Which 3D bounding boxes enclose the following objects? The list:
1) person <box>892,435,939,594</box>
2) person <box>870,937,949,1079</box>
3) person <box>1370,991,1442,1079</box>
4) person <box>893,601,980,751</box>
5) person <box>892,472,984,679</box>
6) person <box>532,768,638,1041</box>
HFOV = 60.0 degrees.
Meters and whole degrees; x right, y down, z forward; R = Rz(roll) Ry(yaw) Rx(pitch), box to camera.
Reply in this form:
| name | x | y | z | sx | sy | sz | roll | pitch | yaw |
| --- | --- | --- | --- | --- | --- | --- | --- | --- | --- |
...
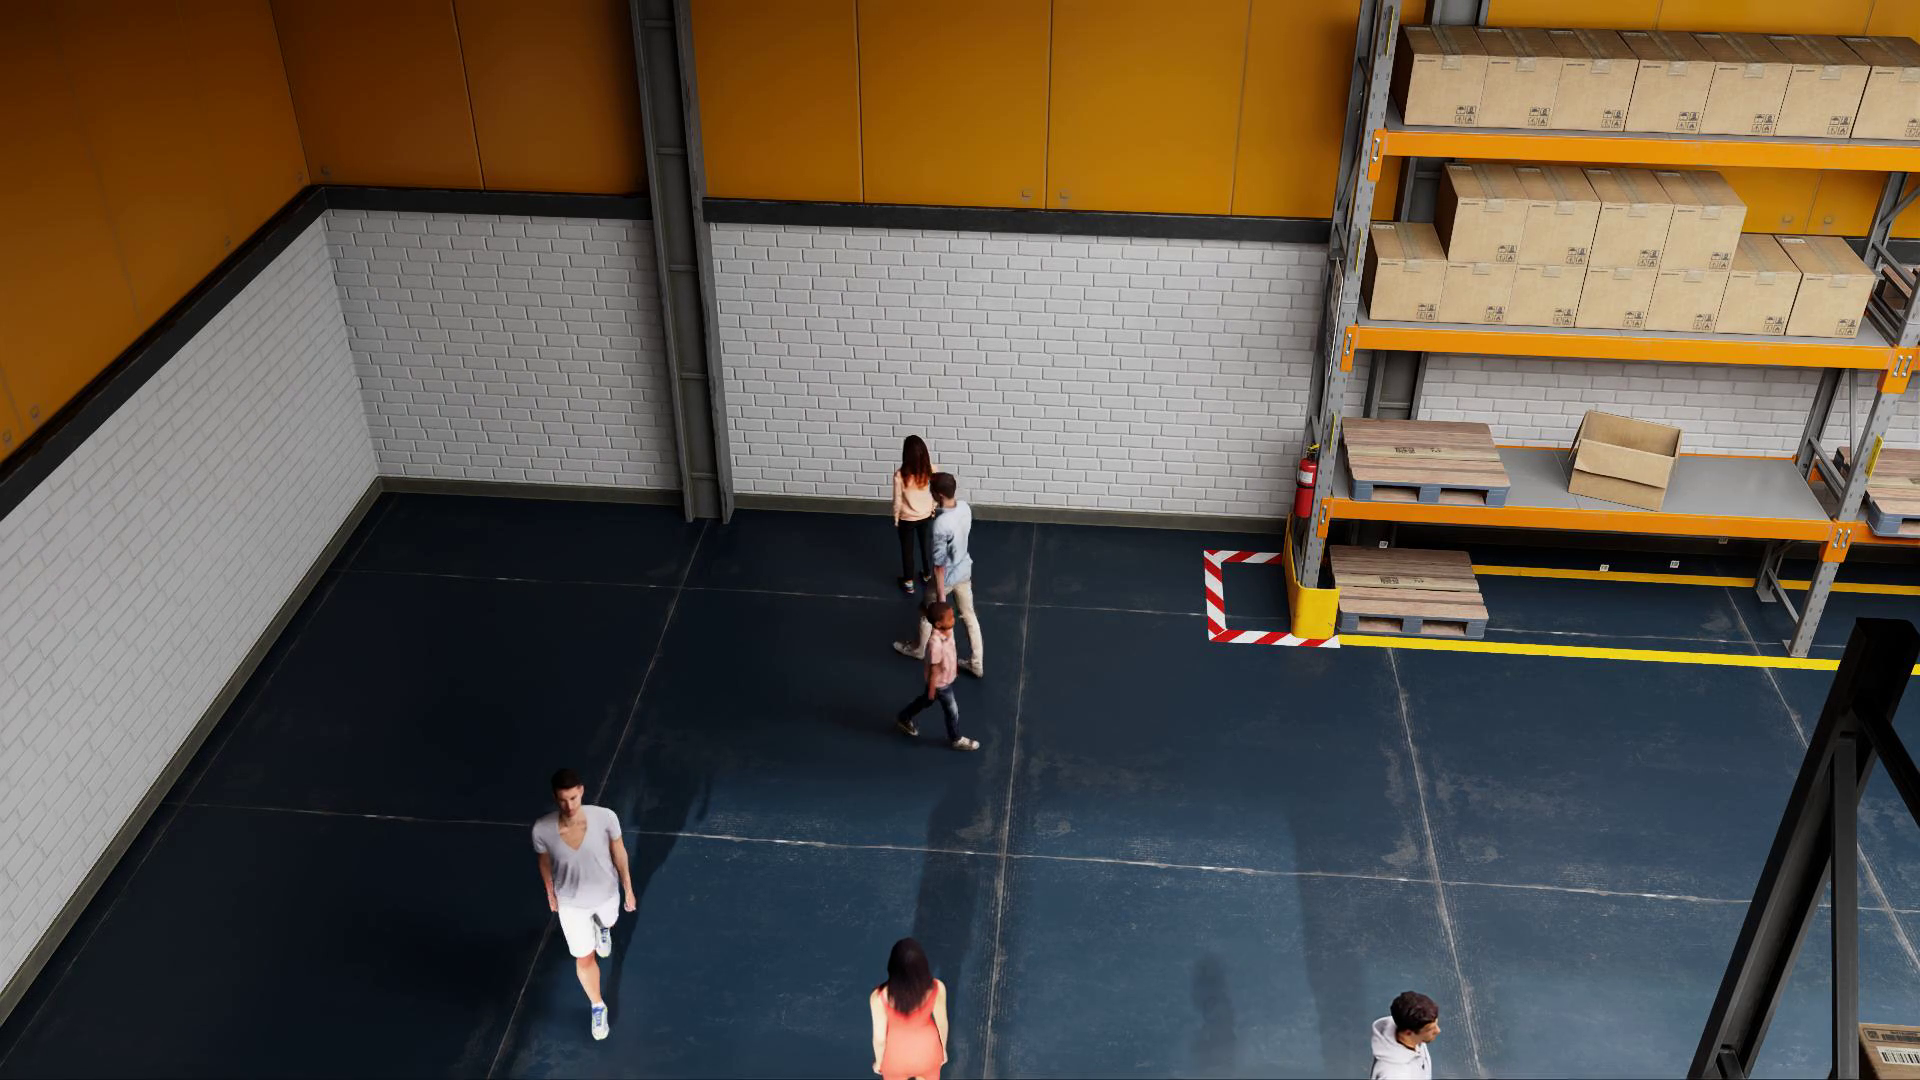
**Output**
| name | x | y | z | sx | sy | sz | roll | pitch | yaw |
| --- | --- | --- | --- | --- | --- | --- | --- | --- | --- |
| person | -0.379 | -0.220 | 13.985 | 0.599 | 1.484 | 0.697 | -16 | 37 | -22 |
| person | -0.272 | 2.835 | 9.178 | 0.566 | 1.718 | 0.702 | -7 | 34 | -11 |
| person | 2.224 | 3.045 | 8.670 | 0.633 | 1.930 | 0.712 | 7 | 34 | 10 |
| person | -0.222 | 0.993 | 12.332 | 0.913 | 1.294 | 0.564 | 5 | 34 | 8 |
| person | 0.004 | 0.318 | 12.876 | 1.149 | 1.816 | 0.975 | 21 | 39 | 28 |
| person | -2.287 | 2.081 | 10.222 | 1.233 | 1.818 | 1.049 | -10 | 35 | -14 |
